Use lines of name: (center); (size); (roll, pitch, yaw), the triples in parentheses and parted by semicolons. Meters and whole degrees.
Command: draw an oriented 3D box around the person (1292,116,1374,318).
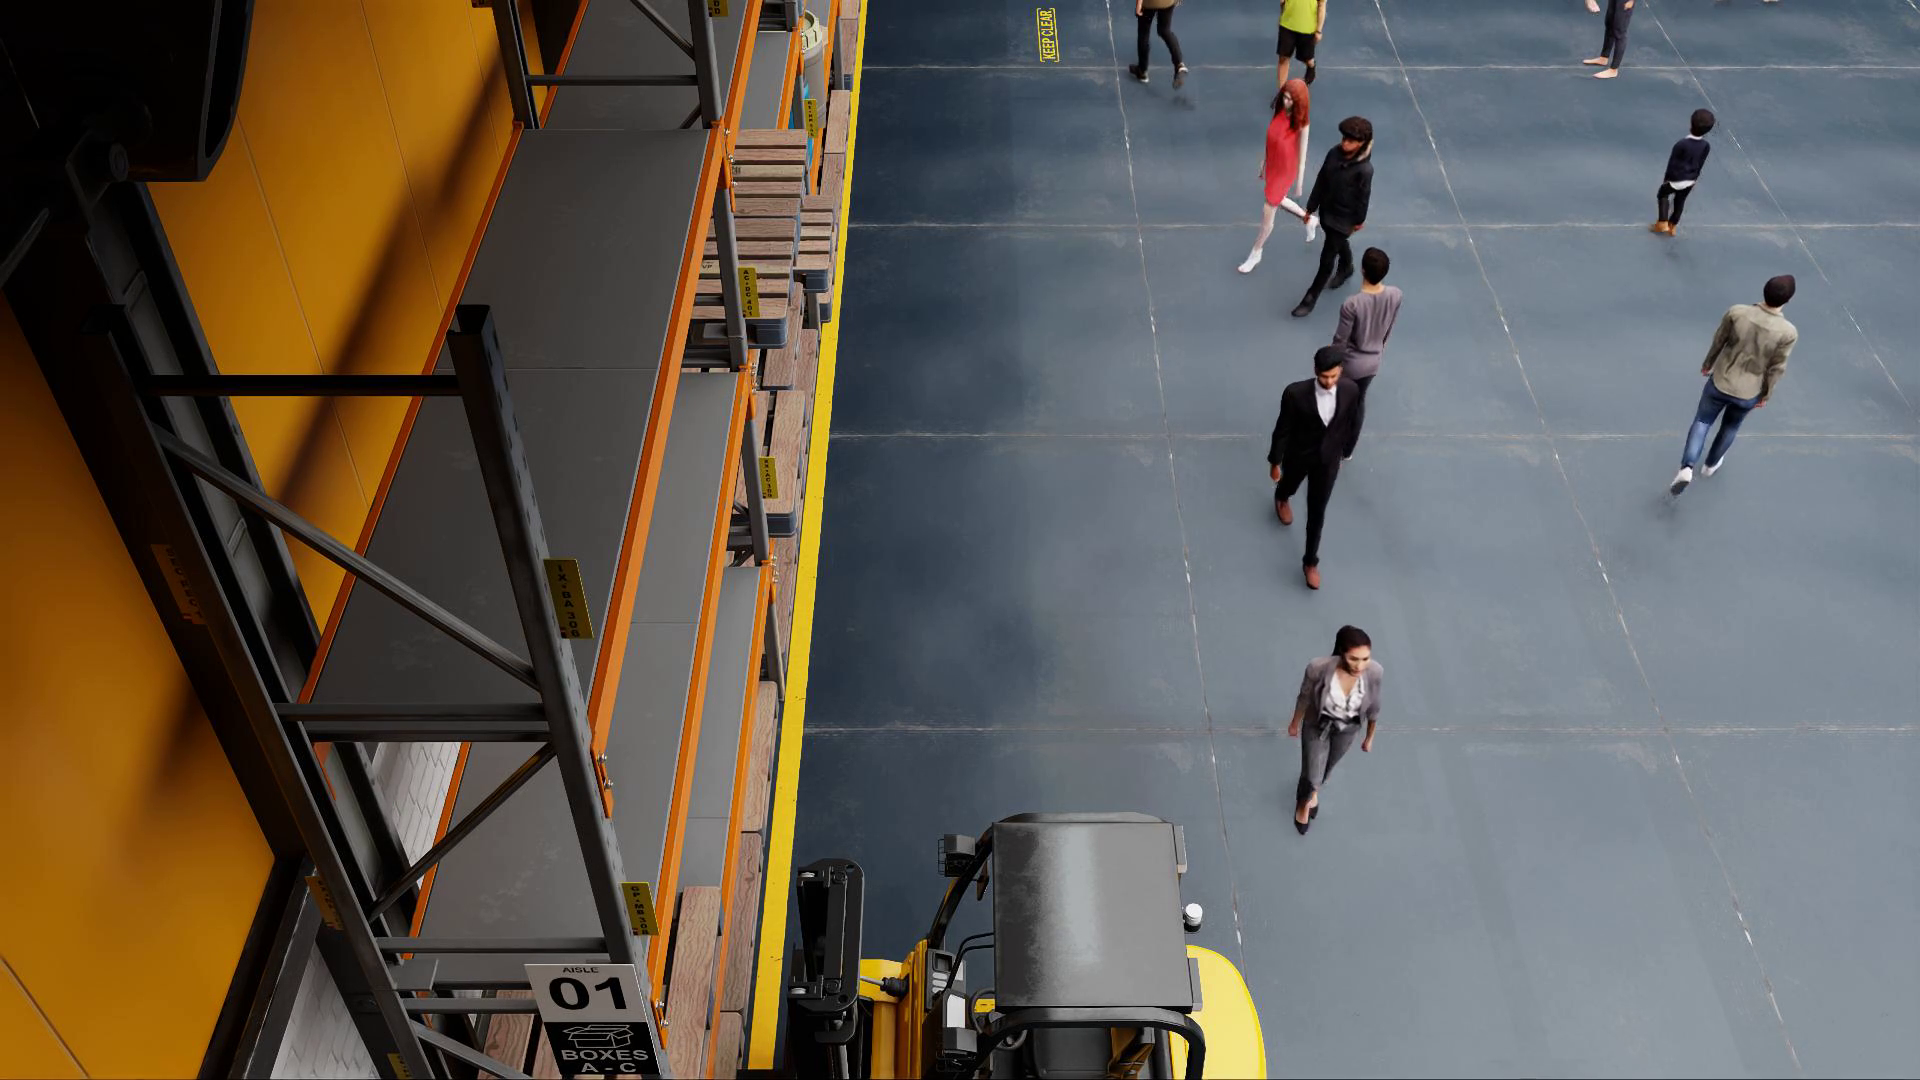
person: (3.201, -2.763, 13.875); (1.094, 1.748, 1.131); (-27, 50, -25)

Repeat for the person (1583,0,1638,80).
person: (6.721, -5.549, 16.785); (0.684, 1.767, 0.473); (-4, 44, -4)

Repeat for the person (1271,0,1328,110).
person: (3.374, -5.135, 16.412); (0.898, 1.682, 1.099); (19, 47, 19)

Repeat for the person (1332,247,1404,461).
person: (2.971, -1.301, 12.273); (0.760, 1.840, 0.716); (-12, 45, -12)

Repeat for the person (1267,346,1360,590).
person: (2.421, -0.661, 11.607); (0.743, 1.832, 1.214); (-3, 44, -3)

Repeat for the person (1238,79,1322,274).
person: (2.818, -3.143, 14.238); (0.987, 1.796, 1.120); (-19, 47, -19)

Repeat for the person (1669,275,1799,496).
person: (5.581, -1.089, 12.049); (1.028, 1.842, 1.157); (26, 49, 24)

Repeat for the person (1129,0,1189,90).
person: (2.019, -5.343, 16.521); (0.967, 1.833, 1.154); (-20, 47, -20)

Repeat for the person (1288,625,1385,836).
person: (2.198, 1.058, 9.928); (0.634, 1.658, 0.594); (0, 44, 0)

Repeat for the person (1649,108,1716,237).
person: (6.431, -3.227, 14.745); (0.520, 1.218, 0.514); (-4, 44, -4)
